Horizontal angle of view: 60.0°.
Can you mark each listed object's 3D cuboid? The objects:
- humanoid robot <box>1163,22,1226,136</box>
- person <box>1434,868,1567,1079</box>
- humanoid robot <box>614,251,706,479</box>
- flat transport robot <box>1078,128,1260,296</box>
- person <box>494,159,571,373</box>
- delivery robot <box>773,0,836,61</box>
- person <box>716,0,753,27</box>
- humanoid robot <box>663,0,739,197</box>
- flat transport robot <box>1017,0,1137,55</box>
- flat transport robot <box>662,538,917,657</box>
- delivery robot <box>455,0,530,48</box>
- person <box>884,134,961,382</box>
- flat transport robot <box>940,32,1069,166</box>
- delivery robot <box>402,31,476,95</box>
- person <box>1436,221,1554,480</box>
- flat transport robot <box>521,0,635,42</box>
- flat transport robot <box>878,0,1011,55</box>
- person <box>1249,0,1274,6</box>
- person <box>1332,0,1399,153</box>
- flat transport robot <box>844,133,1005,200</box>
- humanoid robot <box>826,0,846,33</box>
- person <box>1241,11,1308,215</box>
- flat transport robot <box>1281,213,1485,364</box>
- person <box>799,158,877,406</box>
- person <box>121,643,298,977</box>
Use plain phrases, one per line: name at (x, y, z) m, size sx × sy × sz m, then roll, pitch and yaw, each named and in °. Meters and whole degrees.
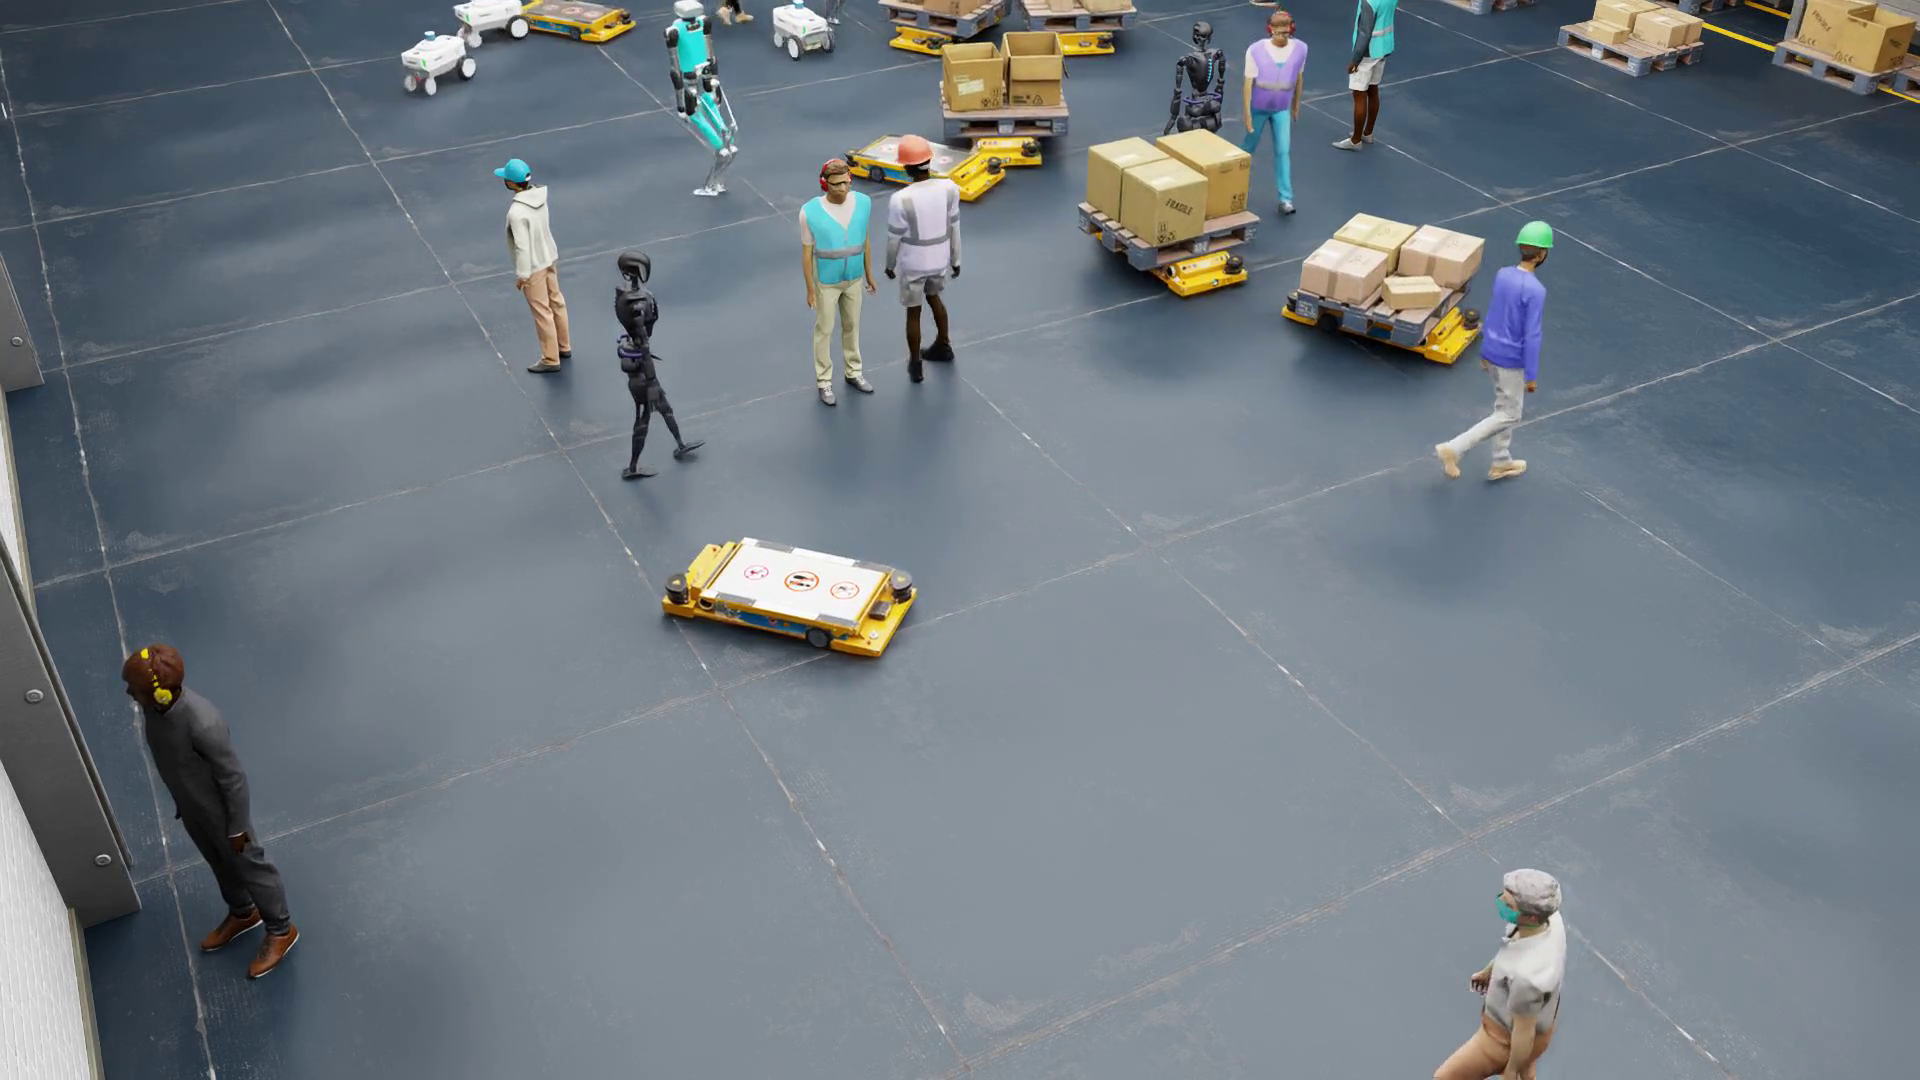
humanoid robot at (2.130, -3.827, 14.944) m, size 0.599 × 1.653 × 0.315 m, roll -17°, pitch 39°, yaw -23°
person at (2.131, 1.922, 6.709) m, size 0.710 × 1.721 × 0.499 m, roll 16°, pitch 38°, yaw 22°
humanoid robot at (-2.066, -1.186, 11.188) m, size 0.625 × 1.641 × 0.616 m, roll -10°, pitch 36°, yaw -13°
flat transport robot at (1.781, -2.517, 14.310) m, size 0.659 × 0.231 × 1.431 m, roll -17°, pitch 39°, yaw -23°
person at (-3.182, -2.040, 12.401) m, size 0.374 × 1.675 × 0.463 m, roll 8°, pitch 36°, yaw 12°
delivery robot at (-1.786, -5.739, 18.663) m, size 0.499 × 0.598 × 0.802 m, roll -22°, pitch 41°, yaw -28°
person at (-2.640, -6.717, 19.072) m, size 0.546 × 1.681 × 0.566 m, roll 26°, pitch 43°, yaw 32°
humanoid robot at (-2.247, -3.950, 15.057) m, size 0.682 × 1.777 × 0.530 m, roll 24°, pitch 41°, yaw 30°
flat transport robot at (1.319, -5.895, 19.132) m, size 0.659 × 0.231 × 1.431 m, roll -4°, pitch 35°, yaw -6°
flat transport robot at (-1.048, 0.330, 10.244) m, size 1.431 × 0.231 × 0.659 m, roll 11°, pitch 37°, yaw 15°
delivery robot at (-5.364, -5.986, 19.002) m, size 0.773 × 0.582 × 0.499 m, roll -25°, pitch 42°, yaw -31°
person at (-0.279, -2.080, 12.251) m, size 0.593 × 1.916 × 0.473 m, roll -18°, pitch 39°, yaw -24°
flat transport robot at (0.430, -4.074, 16.532) m, size 0.659 × 0.231 × 1.431 m, roll -1°, pitch 35°, yaw -2°
delivery robot at (-5.615, -5.138, 17.790) m, size 0.499 × 0.581 × 0.774 m, roll 15°, pitch 38°, yaw 20°
person at (3.588, -1.201, 11.070) m, size 0.672 × 1.827 × 0.548 m, roll -9°, pitch 36°, yaw -13°
flat transport robot at (-4.568, -6.069, 19.381) m, size 1.431 × 0.231 × 0.659 m, roll 15°, pitch 38°, yaw 21°
flat transport robot at (-0.162, -5.908, 19.151) m, size 0.659 × 0.231 × 1.431 m, roll 18°, pitch 39°, yaw 24°
person at (3.525, -7.363, 19.776) m, size 0.721 × 1.928 × 0.612 m, roll 11°, pitch 37°, yaw 15°
person at (3.948, -4.692, 15.959) m, size 0.410 × 1.939 × 0.564 m, roll 26°, pitch 43°, yaw 32°
flat transport robot at (-0.355, -3.547, 15.780) m, size 1.431 × 0.231 × 0.659 m, roll 18°, pitch 39°, yaw 24°
humanoid robot at (-1.528, -6.701, 19.001) m, size 0.825 × 1.750 × 0.552 m, roll 28°, pitch 44°, yaw 34°
person at (2.788, -3.843, 14.882) m, size 0.577 × 1.780 × 1.010 m, roll -3°, pitch 35°, yaw -4°
flat transport robot at (3.364, -1.796, 13.280) m, size 1.431 × 0.231 × 0.659 m, roll 21°, pitch 40°, yaw 27°
person at (-0.879, -1.887, 12.034) m, size 0.562 × 1.847 × 0.389 m, roll -21°, pitch 40°, yaw -27°
person at (-3.415, 1.219, 7.579) m, size 0.491 × 1.872 × 0.356 m, roll 21°, pitch 40°, yaw 27°
